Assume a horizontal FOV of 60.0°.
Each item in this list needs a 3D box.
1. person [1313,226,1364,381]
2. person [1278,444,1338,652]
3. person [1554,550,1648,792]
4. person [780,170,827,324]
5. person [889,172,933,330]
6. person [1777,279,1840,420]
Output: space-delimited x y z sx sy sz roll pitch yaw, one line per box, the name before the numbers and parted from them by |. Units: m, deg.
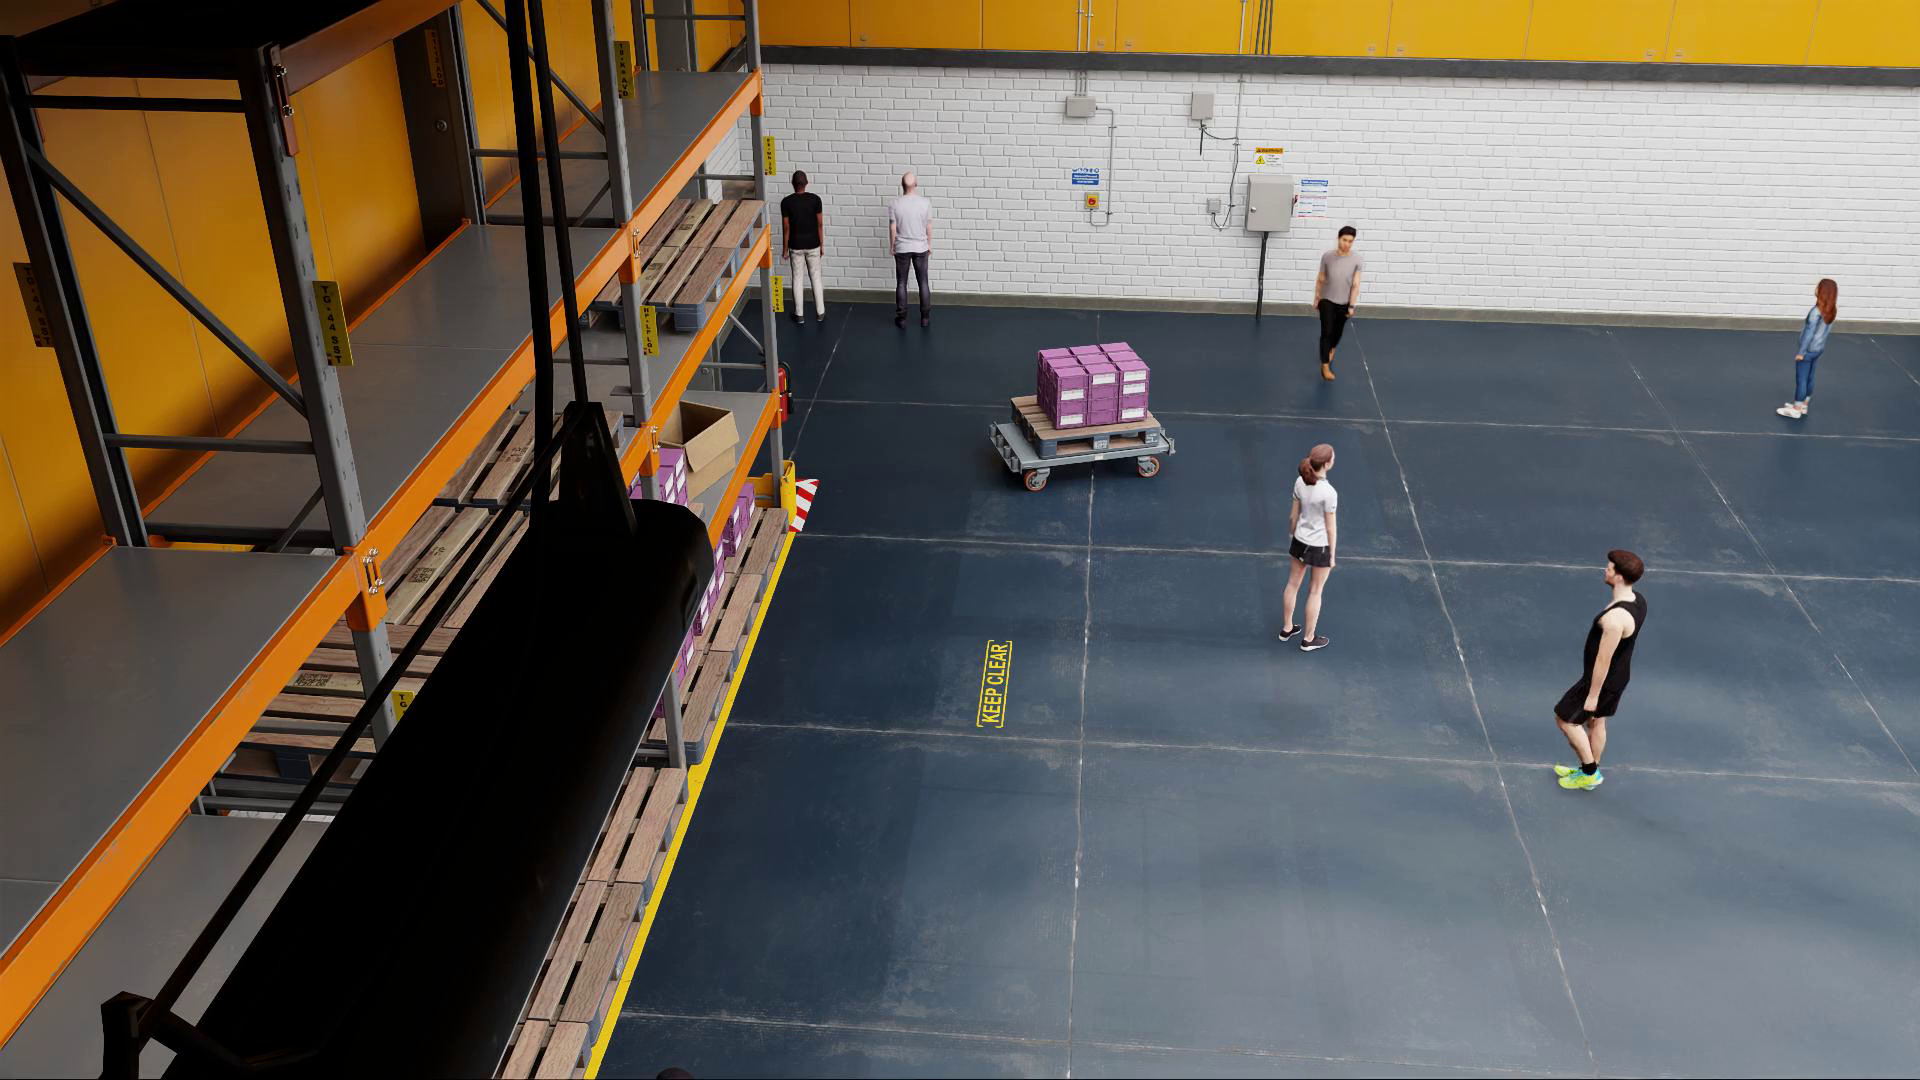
person | 4.078 -2.624 18.091 0.658 1.675 1.075 8 30 14
person | 2.768 0.049 13.112 0.725 1.751 0.670 -23 36 -36
person | 4.449 0.952 11.318 0.892 1.883 0.776 20 34 31
person | -1.825 -3.425 19.424 0.735 1.805 0.722 -7 29 -13
person | -0.570 -3.366 19.287 0.707 1.832 0.664 -4 29 -7
person | 8.766 -1.973 17.106 0.622 1.477 0.694 -24 37 -37
